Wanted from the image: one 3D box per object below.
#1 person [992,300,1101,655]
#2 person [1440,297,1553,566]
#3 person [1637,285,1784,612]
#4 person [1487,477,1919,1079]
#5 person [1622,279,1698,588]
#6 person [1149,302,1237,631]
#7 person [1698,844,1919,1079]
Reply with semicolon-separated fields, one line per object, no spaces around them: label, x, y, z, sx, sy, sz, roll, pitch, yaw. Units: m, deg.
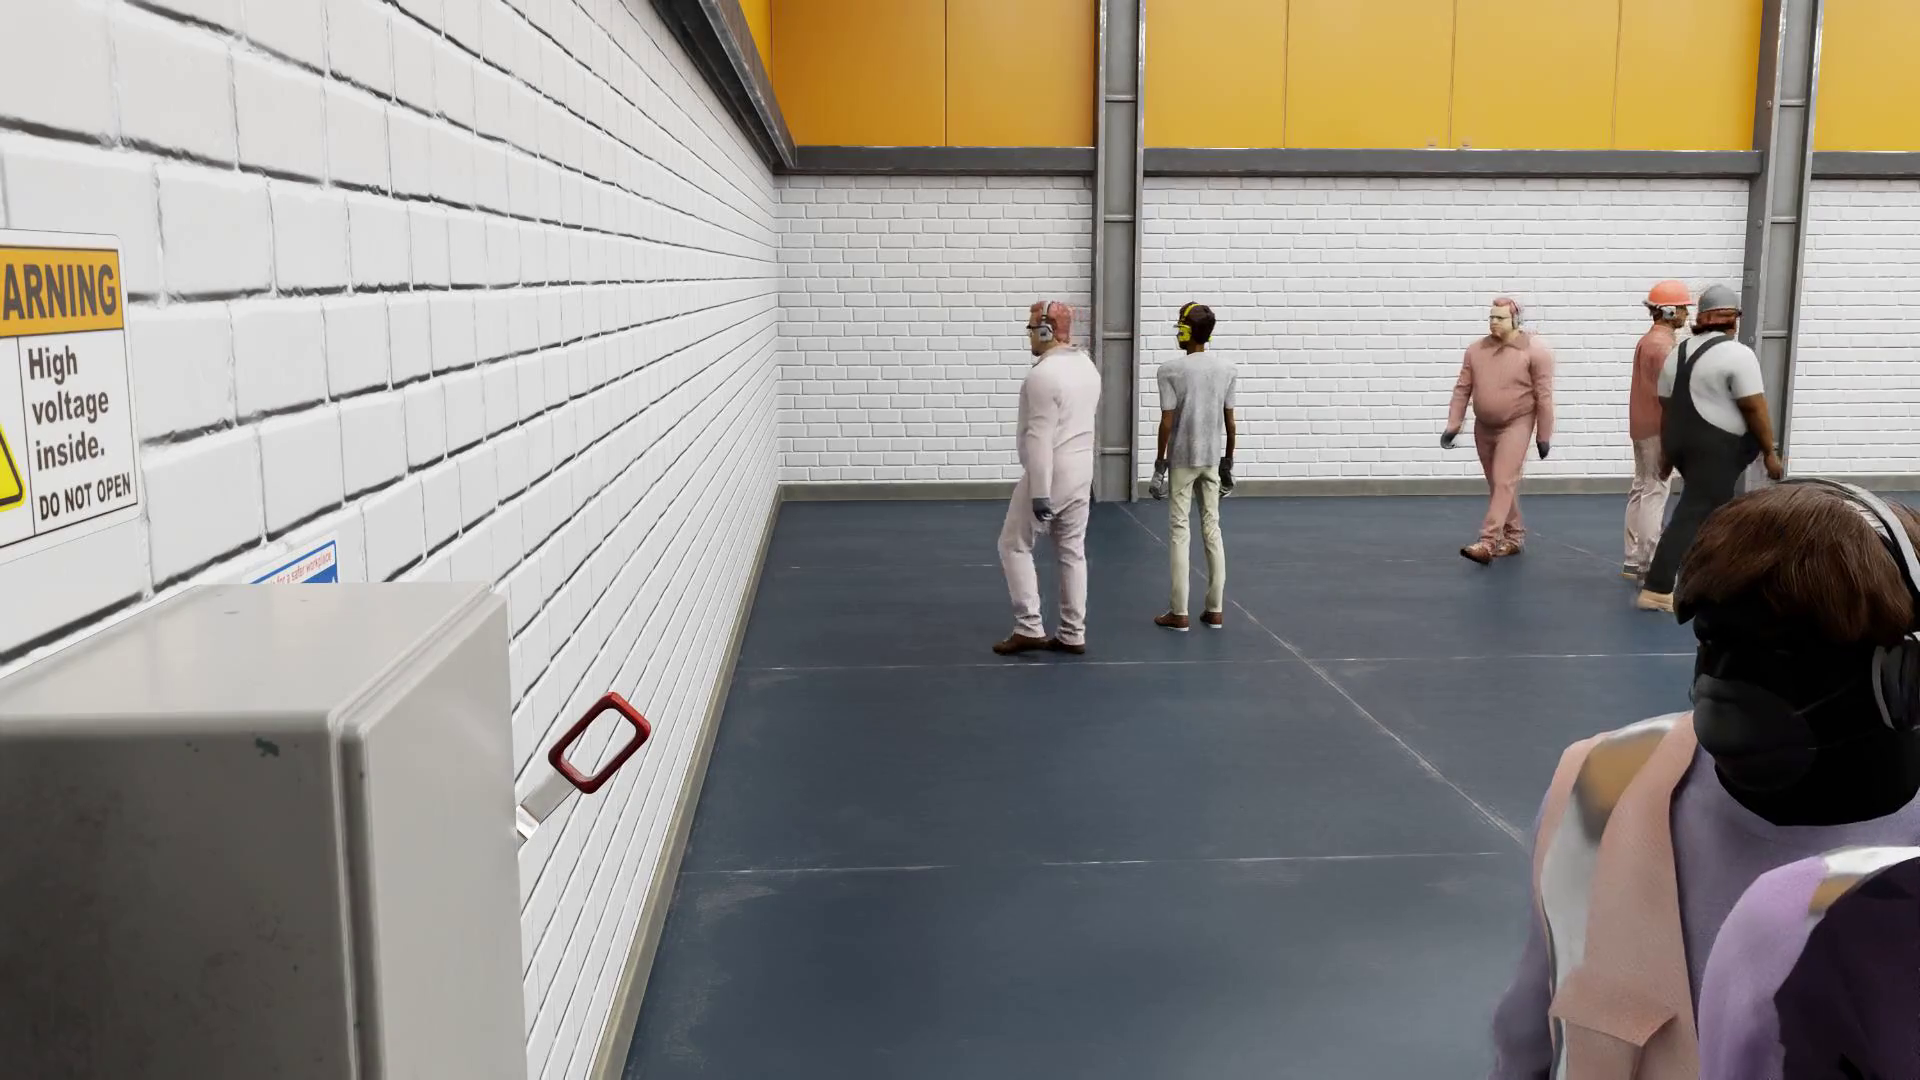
person;0.429;-0.321;8.854;0.567;1.891;0.651;6;11;35
person;3.756;-0.759;11.690;0.966;1.862;0.658;-7;11;-37
person;4.578;-0.591;10.071;1.064;2.000;0.699;-1;9;-7
person;0.777;0.852;1.631;0.429;1.841;0.633;-7;12;-38
person;4.565;-0.695;10.864;0.375;1.996;0.608;1;9;7
person;1.325;-0.414;9.490;0.534;1.871;0.315;-3;10;-19
person;0.774;0.842;1.069;0.614;2.038;0.396;5;10;30
